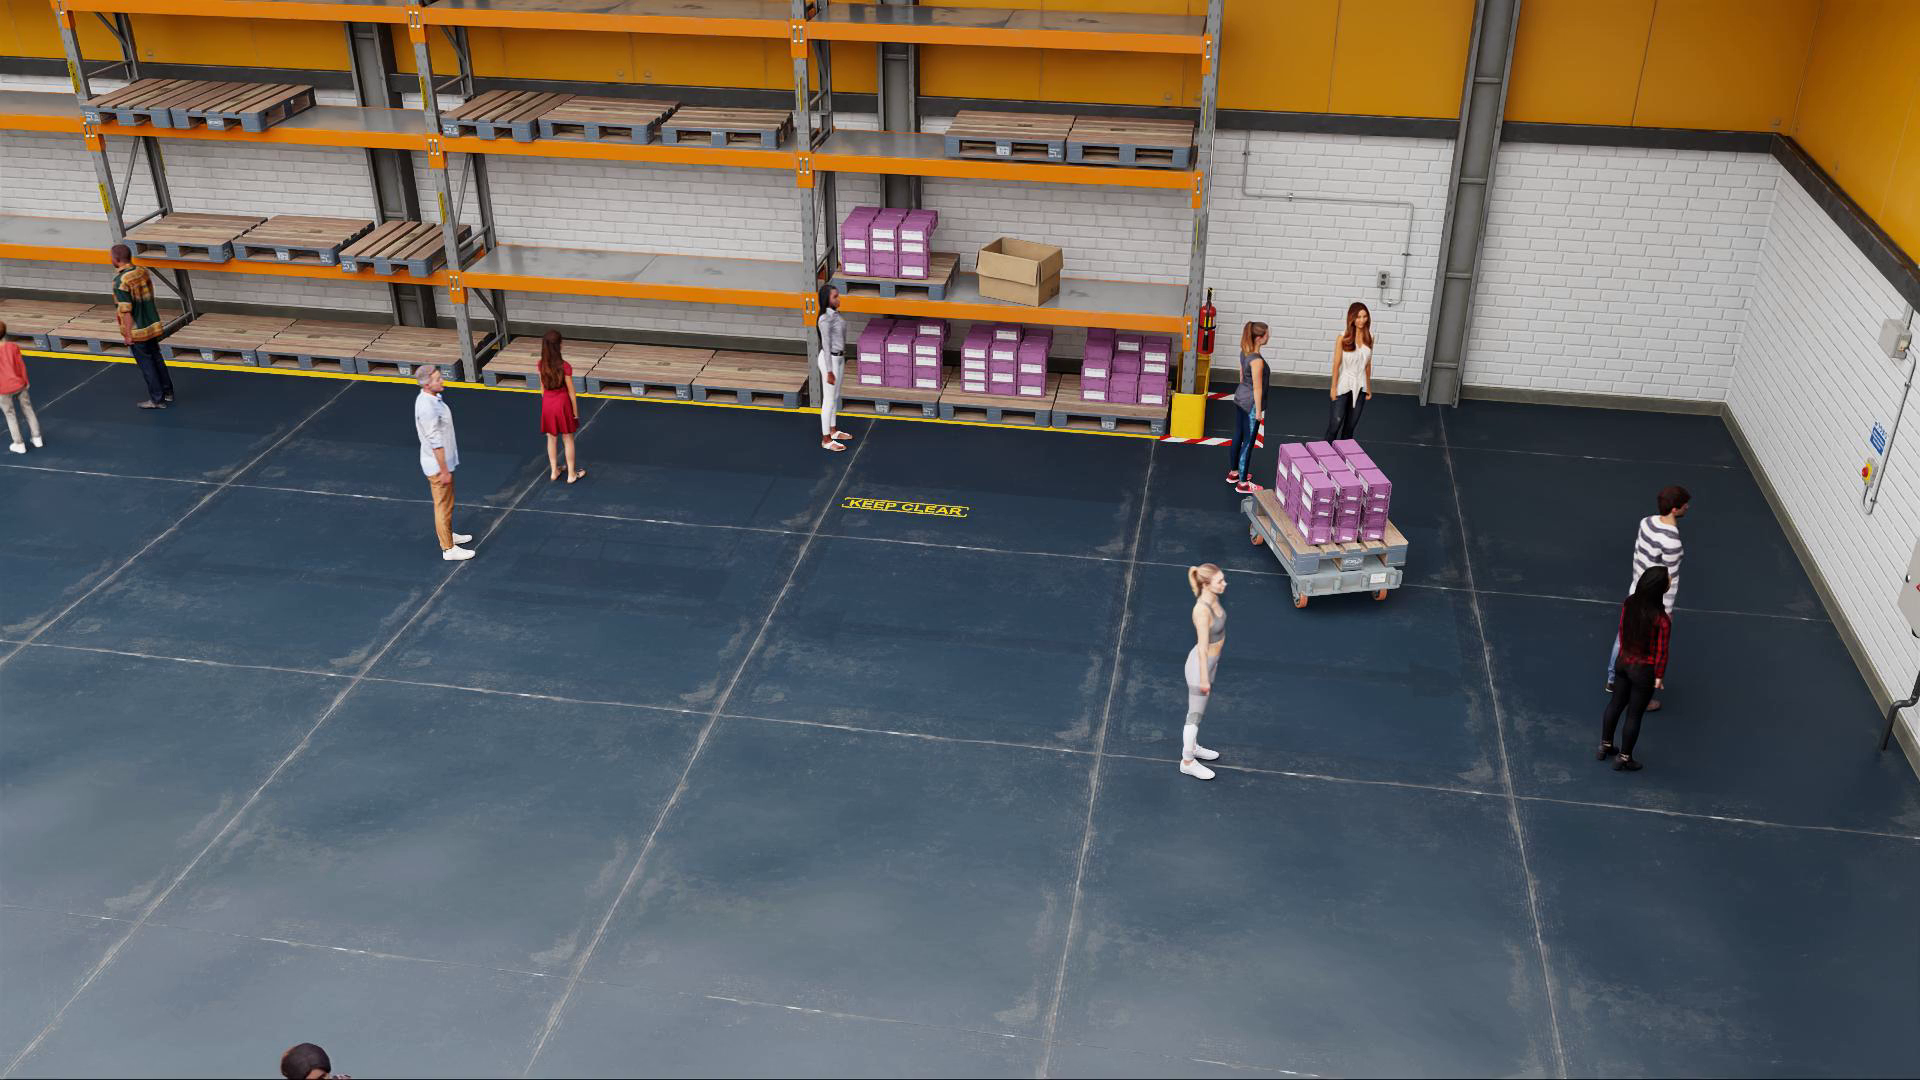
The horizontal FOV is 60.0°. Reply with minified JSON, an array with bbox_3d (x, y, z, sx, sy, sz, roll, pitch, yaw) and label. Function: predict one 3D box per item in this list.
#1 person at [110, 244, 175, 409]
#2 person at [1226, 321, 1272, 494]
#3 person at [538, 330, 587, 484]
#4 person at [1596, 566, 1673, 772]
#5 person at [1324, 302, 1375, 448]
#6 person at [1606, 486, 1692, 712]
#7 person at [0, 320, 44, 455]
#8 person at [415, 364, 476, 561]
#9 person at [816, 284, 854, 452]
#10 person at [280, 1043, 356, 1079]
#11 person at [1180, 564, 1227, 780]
[{"bbox_3d":[-8.769,-2.291,17.788,0.673,1.807,0.714,2,29,4],"label":"person"},{"bbox_3d":[2.792,-1.297,16.053,0.642,1.724,0.635,-6,29,-11],"label":"person"},{"bbox_3d":[-3.933,-1.308,16.255,0.548,1.550,0.608,6,29,12],"label":"person"},{"bbox_3d":[4.897,0.927,12.045,0.686,1.658,0.663,-12,31,-21],"label":"person"},{"bbox_3d":[3.812,-1.484,16.333,0.618,1.784,0.734,-9,30,-16],"label":"person"},{"bbox_3d":[5.293,0.425,12.760,0.648,1.854,0.710,-4,29,-8],"label":"person"},{"bbox_3d":[-9.636,-1.569,16.873,0.623,1.416,0.600,21,35,33],"label":"person"},{"bbox_3d":[-4.662,-0.714,14.877,0.748,1.827,0.768,-8,30,-15],"label":"person"},{"bbox_3d":[-1.305,-1.782,16.941,0.526,1.724,0.599,7,29,12],"label":"person"},{"bbox_3d":[-2.998,3.097,8.009,0.683,1.714,0.727,-25,37,-38],"label":"person"},{"bbox_3d":[1.747,0.920,12.010,0.564,1.703,0.574,8,30,14],"label":"person"}]
